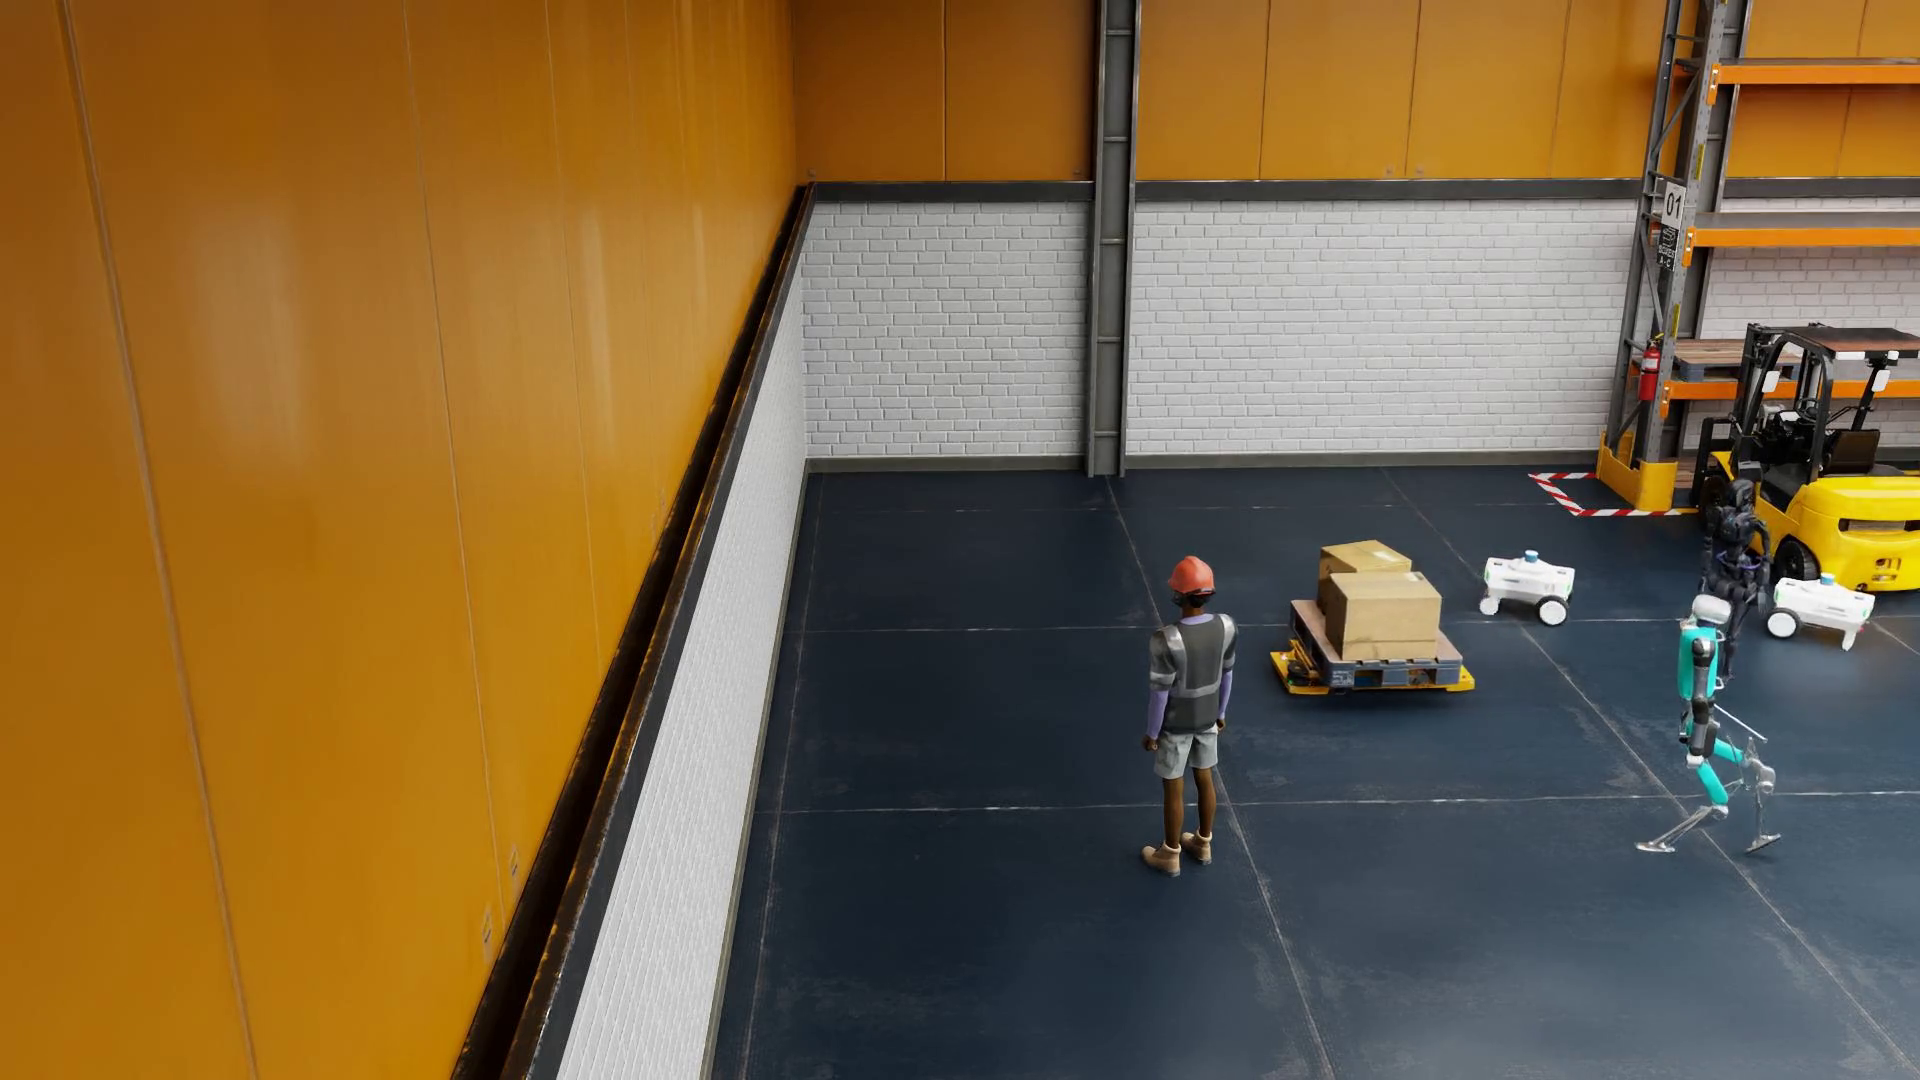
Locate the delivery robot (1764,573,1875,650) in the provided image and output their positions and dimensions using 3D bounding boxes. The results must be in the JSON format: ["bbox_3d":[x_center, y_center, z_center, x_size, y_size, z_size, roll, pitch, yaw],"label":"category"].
[{"bbox_3d":[7.029,0.563,13.639,0.785,0.614,0.524,15,25,34],"label":"delivery robot"}]

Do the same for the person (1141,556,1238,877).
[{"bbox_3d":[1.366,1.070,10.096,0.606,2.043,0.376,-11,23,-28],"label":"person"}]

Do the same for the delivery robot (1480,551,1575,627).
[{"bbox_3d":[4.842,0.401,14.080,0.790,0.614,0.499,8,22,21],"label":"delivery robot"}]

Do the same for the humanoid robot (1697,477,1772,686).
[{"bbox_3d":[5.929,0.304,12.704,0.377,1.633,0.608,-11,23,-28],"label":"humanoid robot"}]

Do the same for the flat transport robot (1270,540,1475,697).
[{"bbox_3d":[3.191,0.974,12.913,1.431,0.231,0.659,-1,20,-3],"label":"flat transport robot"}]

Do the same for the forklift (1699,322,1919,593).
[{"bbox_3d":[7.809,-0.792,14.926,1.214,2.155,2.313,-1,20,-2],"label":"forklift"}]

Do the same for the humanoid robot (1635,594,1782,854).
[{"bbox_3d":[4.797,1.210,10.214,1.001,1.780,0.530,6,21,15],"label":"humanoid robot"}]
